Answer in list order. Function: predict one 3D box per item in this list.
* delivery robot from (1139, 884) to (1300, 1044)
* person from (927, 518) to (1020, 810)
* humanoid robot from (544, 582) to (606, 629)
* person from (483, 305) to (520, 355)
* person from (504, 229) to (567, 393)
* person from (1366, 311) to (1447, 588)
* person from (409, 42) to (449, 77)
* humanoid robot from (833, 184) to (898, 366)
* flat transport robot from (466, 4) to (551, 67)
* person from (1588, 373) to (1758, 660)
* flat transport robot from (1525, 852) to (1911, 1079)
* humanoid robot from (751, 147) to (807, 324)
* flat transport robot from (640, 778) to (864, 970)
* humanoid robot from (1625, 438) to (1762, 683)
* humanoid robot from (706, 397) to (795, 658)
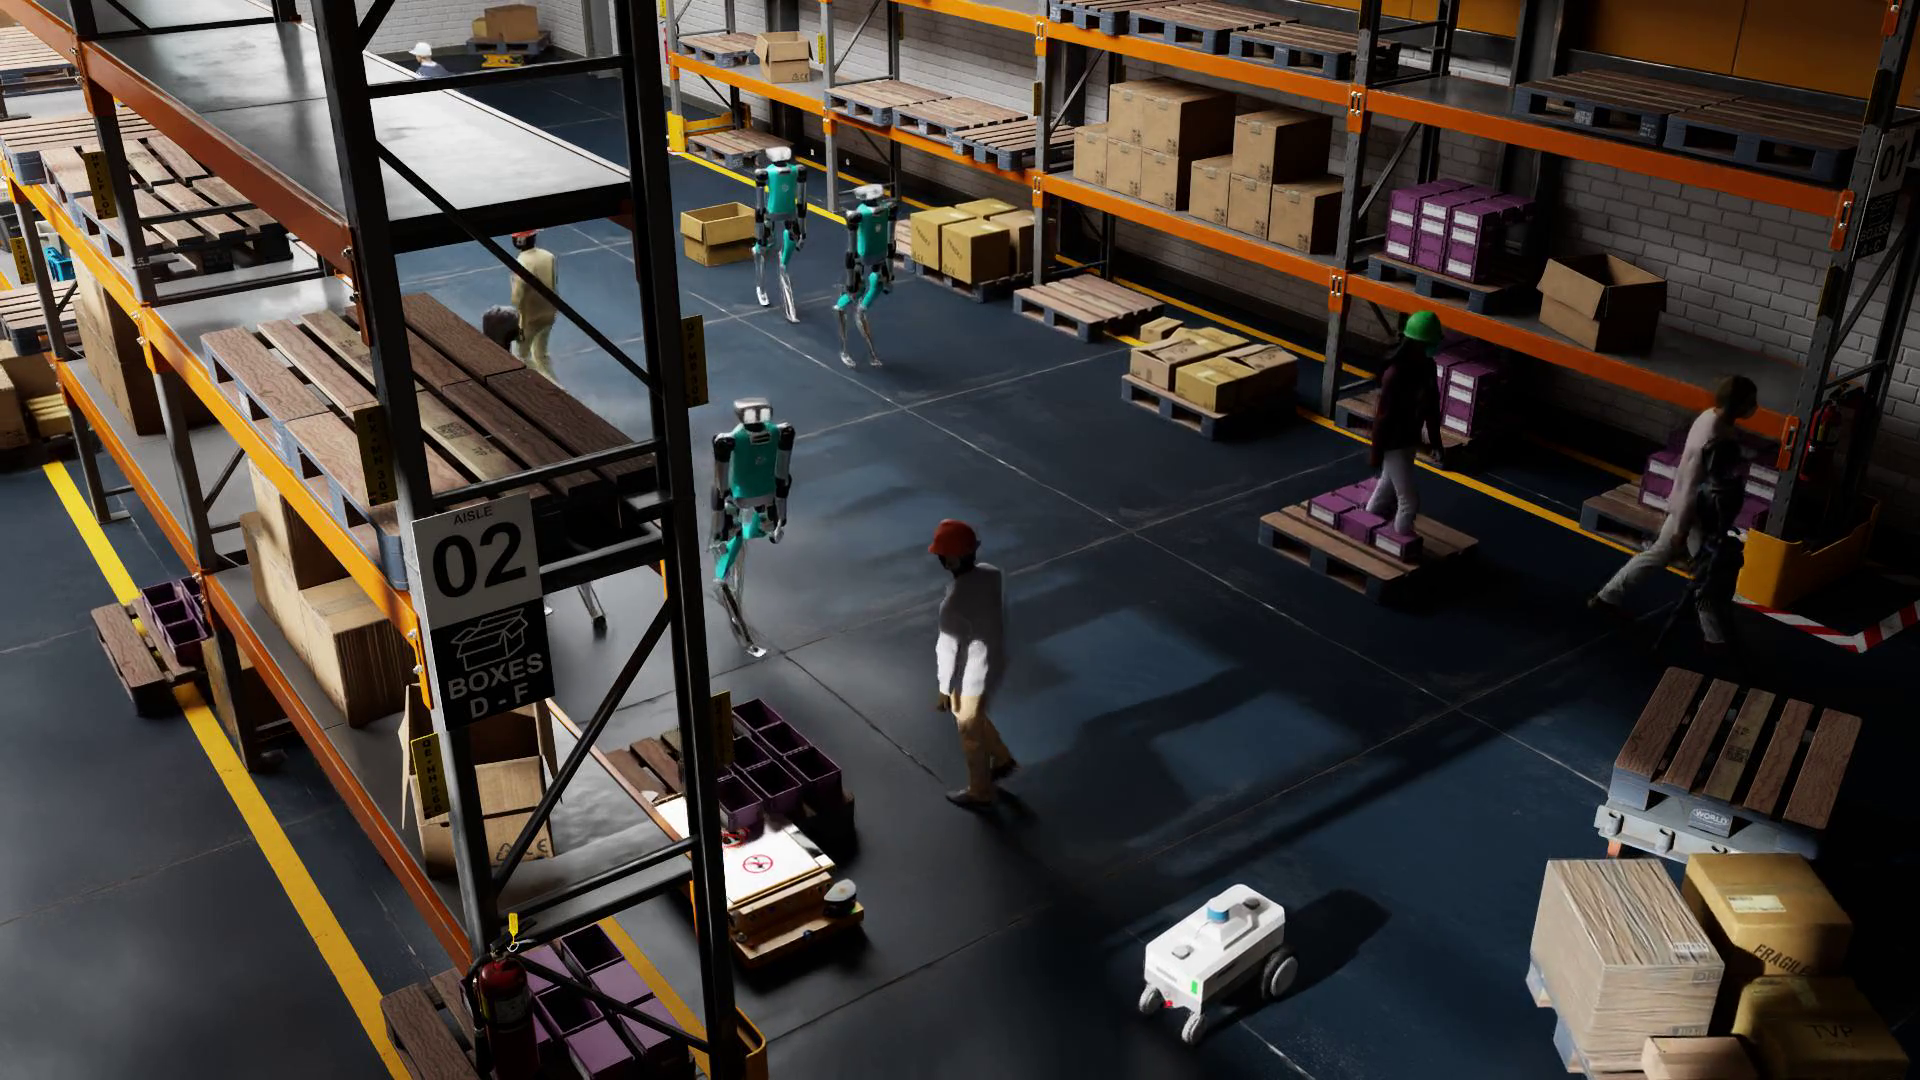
[{"bbox_3d":[1.203,1.938,7.807,0.784,0.589,0.499,-23,34,-38],"label":"delivery robot"},{"bbox_3d":[0.029,0.682,9.006,0.428,1.729,0.571,10,28,19],"label":"person"},{"bbox_3d":[-2.672,-0.215,10.838,0.926,1.819,0.555,20,33,34],"label":"humanoid robot"},{"bbox_3d":[-3.159,-0.770,11.761,0.524,1.845,0.318,23,35,38],"label":"person"},{"bbox_3d":[-3.607,-1.899,14.120,0.424,1.737,0.586,9,28,17],"label":"person"},{"bbox_3d":[3.140,-0.639,11.415,0.865,1.917,0.503,24,35,38],"label":"person"},{"bbox_3d":[-6.643,-5.440,21.161,0.605,1.744,0.767,9,28,17],"label":"person"},{"bbox_3d":[-0.947,-2.399,15.150,0.541,1.797,0.800,-21,34,-36],"label":"humanoid robot"},{"bbox_3d":[-7.700,-8.326,28.549,0.659,0.231,1.431,0,27,1],"label":"flat transport robot"},{"bbox_3d":[4.642,-0.195,10.579,1.025,1.893,0.647,12,29,22],"label":"person"},{"bbox_3d":[3.218,2.373,7.268,0.659,0.231,1.431,0,27,-1],"label":"flat transport robot"},{"bbox_3d":[-1.875,-3.094,16.547,0.530,1.773,0.994,-13,29,-24],"label":"humanoid robot"},{"bbox_3d":[-1.156,1.666,8.674,0.659,0.231,1.431,-18,32,-31],"label":"flat transport robot"},{"bbox_3d":[4.647,0.133,10.224,0.818,1.614,0.601,7,28,14],"label":"humanoid robot"},{"bbox_3d":[-1.427,-0.163,10.710,0.552,1.773,0.842,-15,30,-28],"label":"humanoid robot"}]
